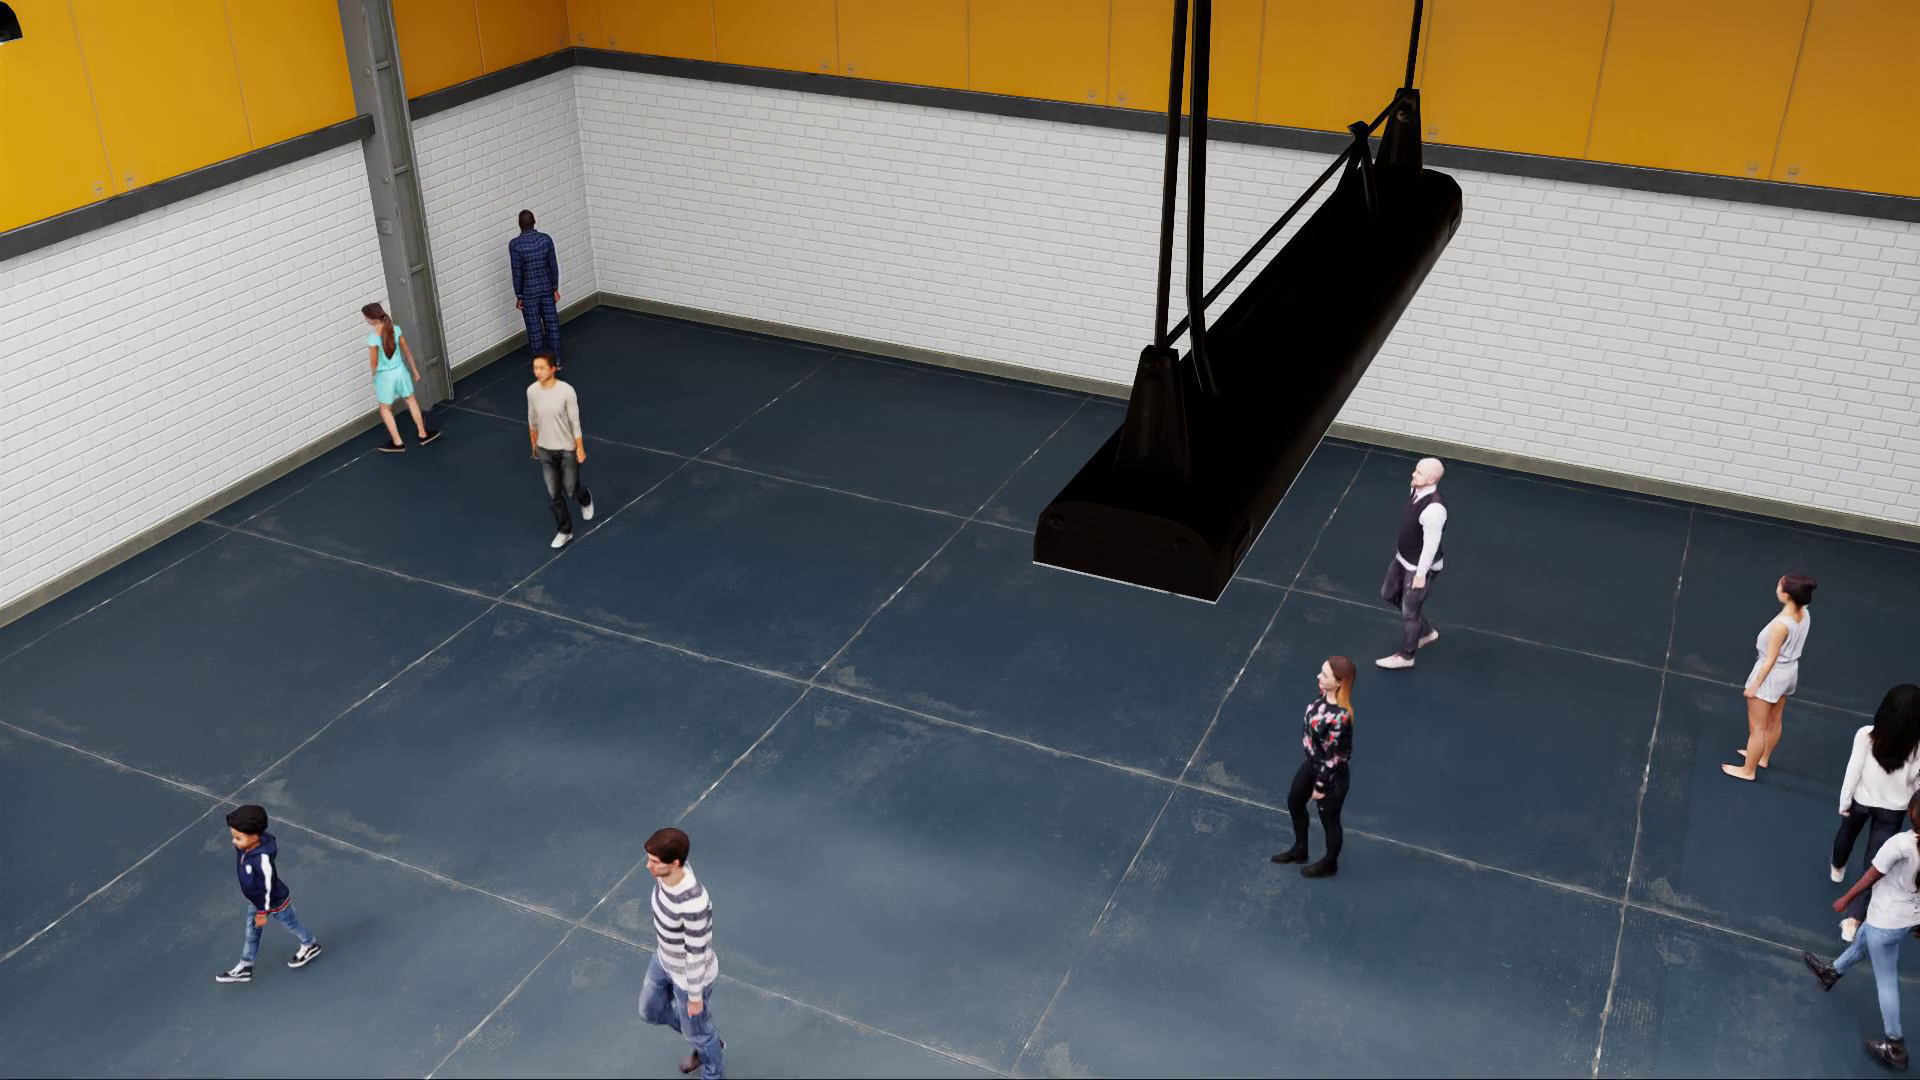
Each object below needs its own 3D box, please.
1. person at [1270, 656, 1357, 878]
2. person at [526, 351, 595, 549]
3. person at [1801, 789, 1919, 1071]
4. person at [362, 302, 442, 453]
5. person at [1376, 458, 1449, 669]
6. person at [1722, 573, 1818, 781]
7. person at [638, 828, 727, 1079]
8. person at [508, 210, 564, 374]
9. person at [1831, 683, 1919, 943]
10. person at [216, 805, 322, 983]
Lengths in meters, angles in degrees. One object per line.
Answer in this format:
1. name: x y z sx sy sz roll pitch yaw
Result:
1. person: 2.393 1.446 10.502 0.794 1.672 0.722 -2 29 -4
2. person: -3.475 -0.834 14.552 0.756 1.796 0.928 7 29 13
3. person: 5.206 2.161 9.185 1.073 1.678 1.114 -11 30 -19
4. person: -5.501 -1.602 16.228 0.585 1.540 0.874 -21 35 -34
5. person: 3.550 0.191 12.654 0.922 1.815 0.838 -1 29 -1
6. person: 5.632 0.927 11.492 0.574 1.636 0.696 -22 36 -35
7. person: -1.375 2.238 8.879 0.861 1.836 0.819 -16 32 -27
8. person: -4.556 -2.668 17.887 0.729 1.824 0.825 -16 32 -26
9. person: 5.573 1.671 10.104 0.650 1.659 1.128 14 32 24
10. person: -4.052 2.074 9.854 0.655 1.190 0.872 23 36 35
